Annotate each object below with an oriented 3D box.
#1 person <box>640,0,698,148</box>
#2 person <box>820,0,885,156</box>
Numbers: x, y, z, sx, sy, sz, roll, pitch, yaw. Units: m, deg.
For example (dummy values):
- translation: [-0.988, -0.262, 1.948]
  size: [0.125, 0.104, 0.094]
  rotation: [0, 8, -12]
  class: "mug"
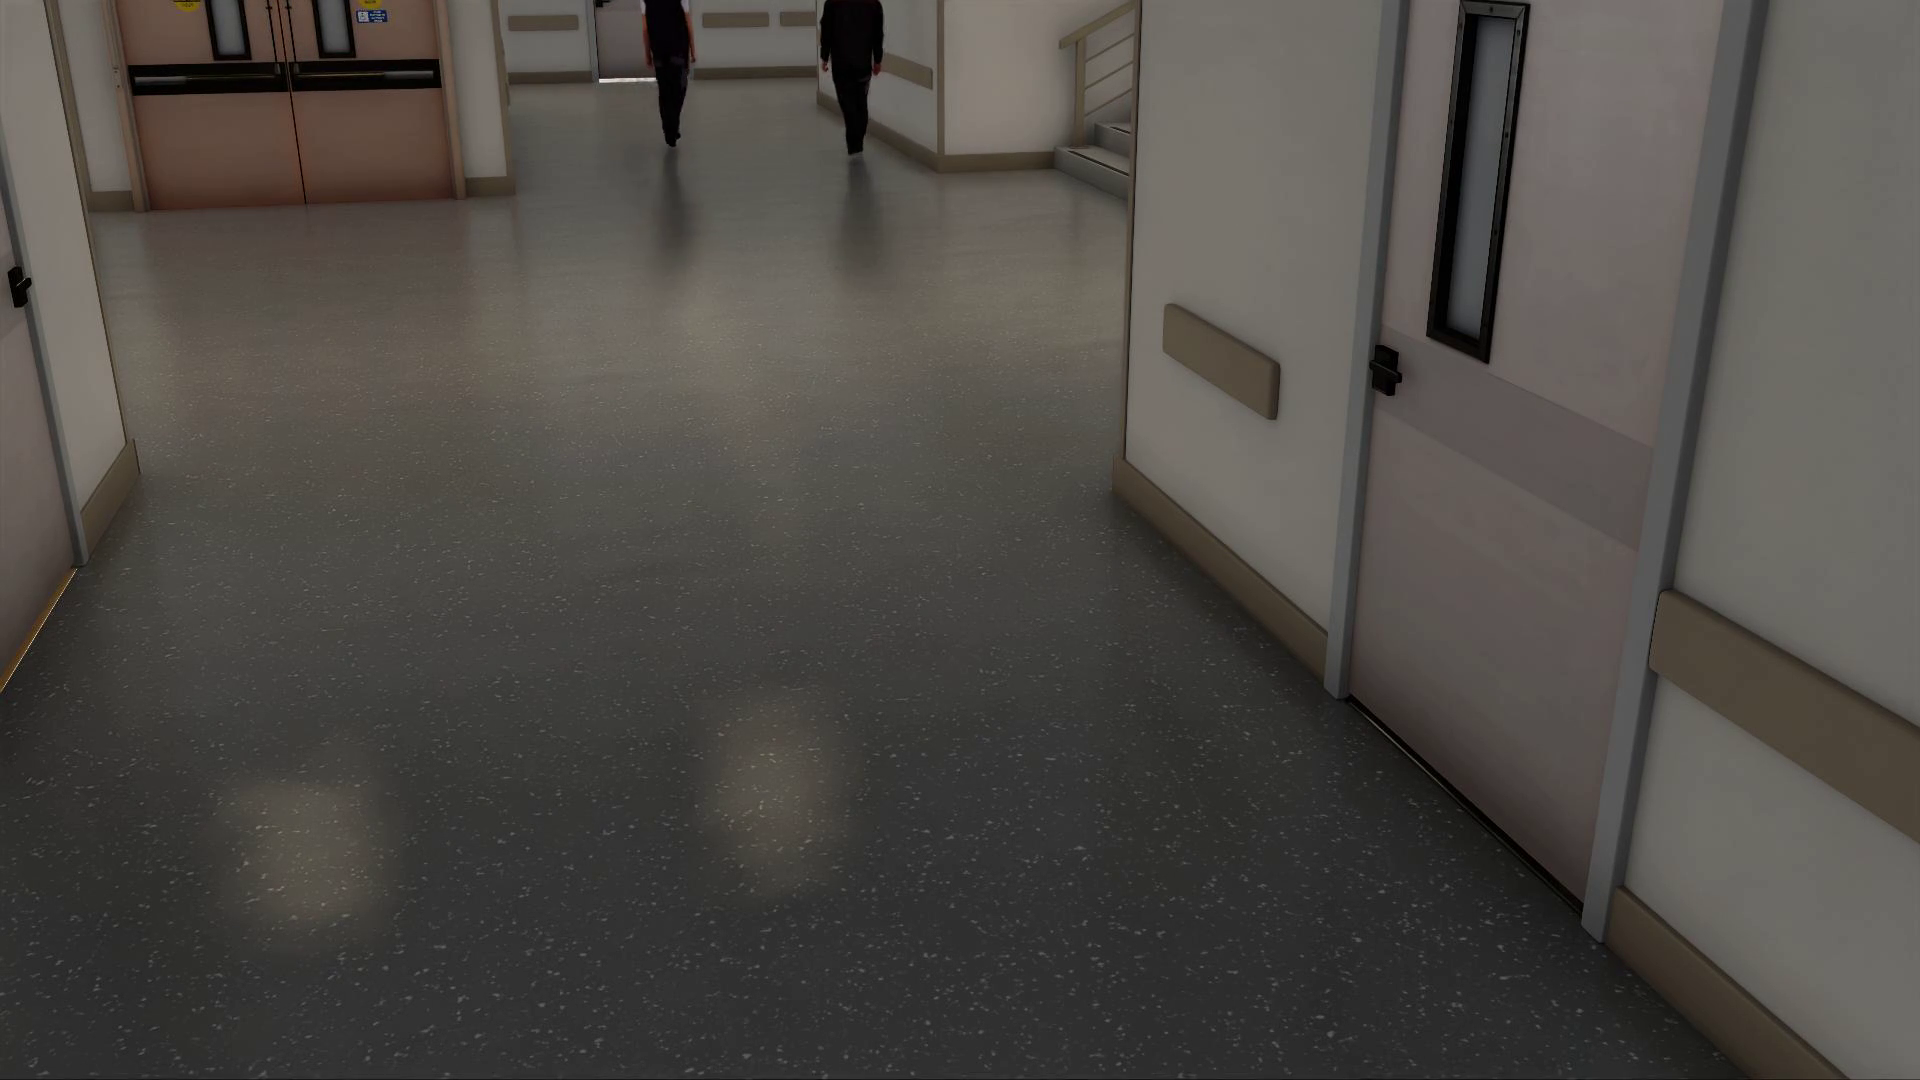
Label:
- translation: [-2.910, -4.844, 16.596]
  size: [1.151, 1.821, 0.990]
  rotation: [2, 21, 5]
  class: "person"
- translation: [-1.019, -4.575, 15.885]
  size: [1.040, 1.820, 0.800]
  rotation: [-5, 21, -14]
  class: "person"
